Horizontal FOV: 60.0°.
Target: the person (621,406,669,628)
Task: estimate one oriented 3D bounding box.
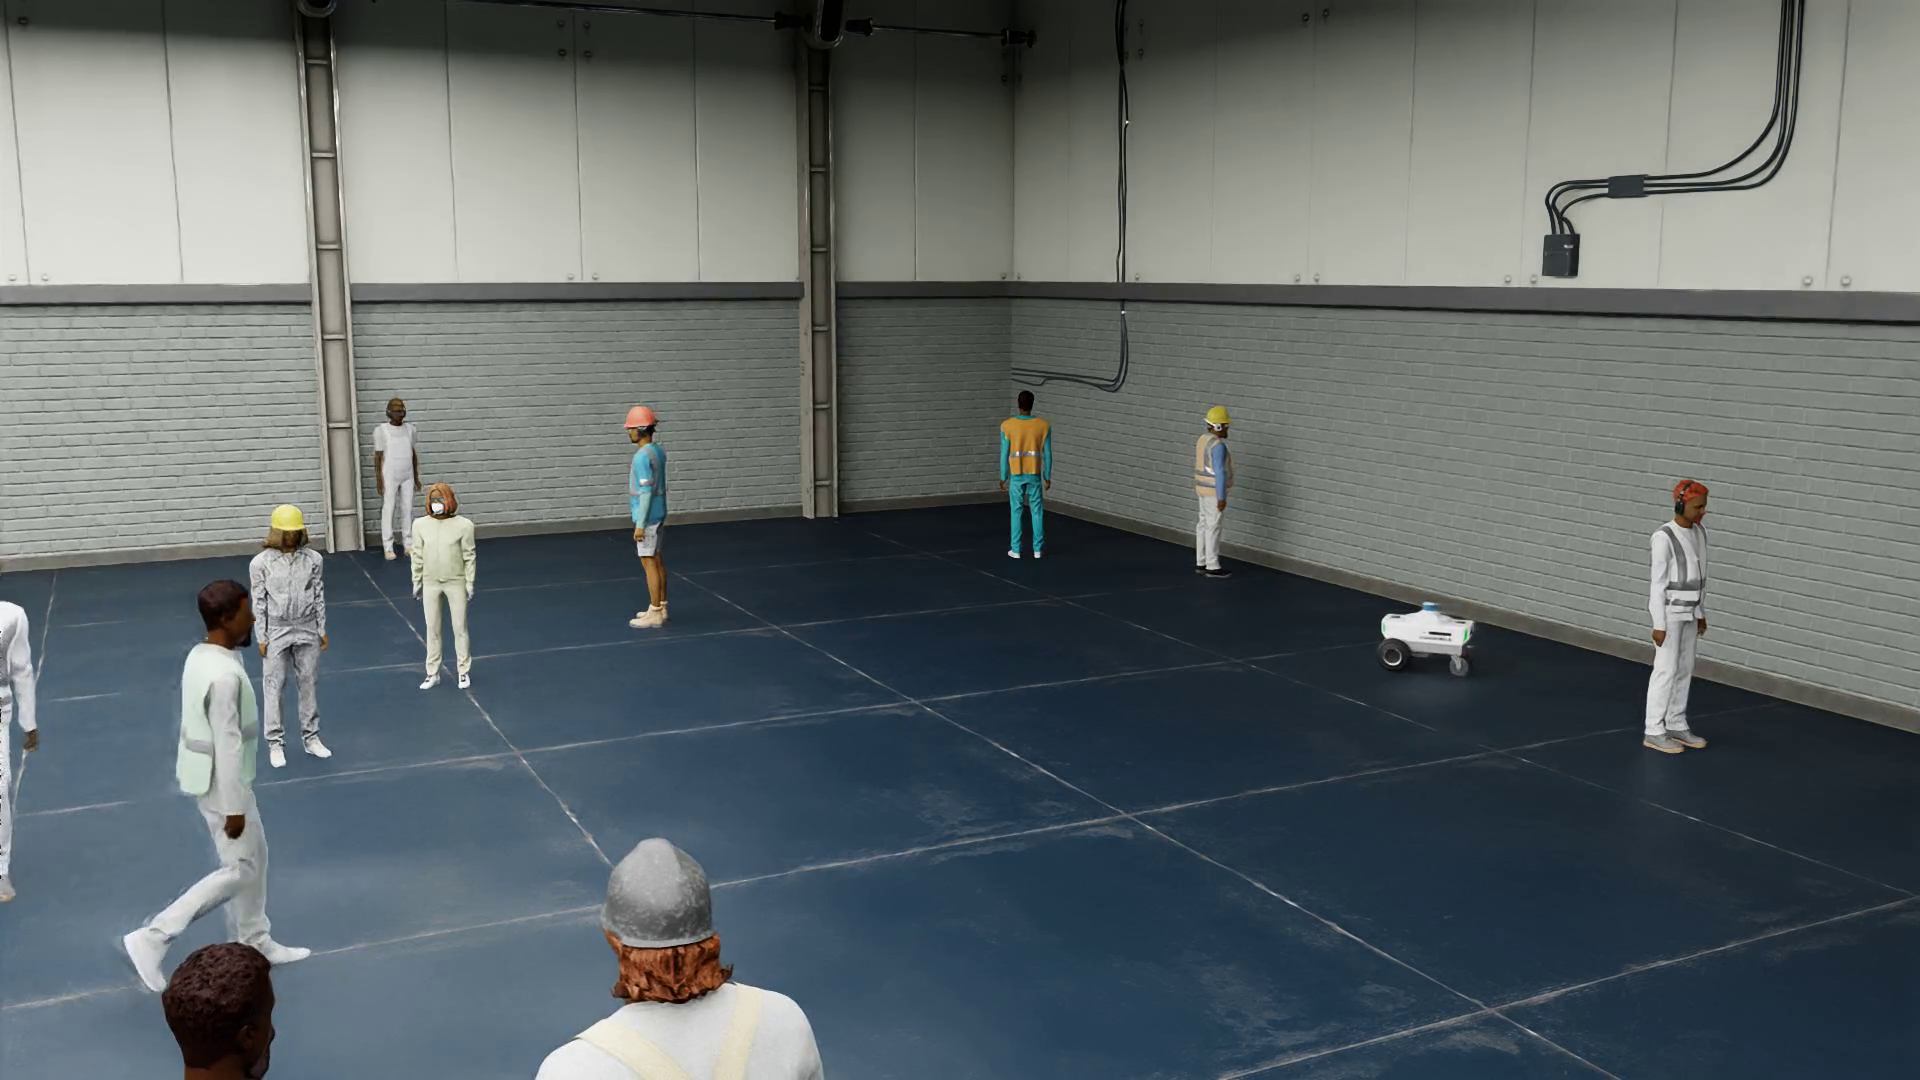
[{"bbox_3d":[-2.903,-0.210,15.318,0.387,2.039,0.616,1,9,3],"label":"person"}]

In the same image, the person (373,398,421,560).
[{"bbox_3d":[-6.397,-0.697,18.929,0.517,1.842,0.327,-9,13,-43],"label":"person"}]

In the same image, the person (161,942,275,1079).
[{"bbox_3d":[-1.517,1.776,3.462,0.597,1.916,0.370,2,9,11],"label":"person"}]

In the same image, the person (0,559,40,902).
[{"bbox_3d":[-5.141,0.960,8.669,0.602,1.871,0.391,-8,12,-42],"label":"person"}]

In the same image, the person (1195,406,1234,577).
[{"bbox_3d":[2.733,-0.520,17.873,0.404,1.832,0.592,-2,9,-12],"label":"person"}]

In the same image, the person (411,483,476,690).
[{"bbox_3d":[-4.049,0.361,13.056,0.500,1.633,0.285,-1,9,-3],"label":"person"}]

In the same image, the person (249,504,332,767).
[{"bbox_3d":[-4.455,0.625,11.094,0.486,1.744,0.298,-9,13,-43],"label":"person"}]

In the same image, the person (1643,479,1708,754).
[{"bbox_3d":[4.900,0.517,11.355,0.587,1.878,0.360,-7,12,-38],"label":"person"}]

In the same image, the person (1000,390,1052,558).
[{"bbox_3d":[0.752,-0.745,18.996,0.597,1.916,0.371,-1,9,-6],"label":"person"}]

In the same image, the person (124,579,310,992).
[{"bbox_3d":[-3.424,1.122,7.584,0.714,1.901,0.598,-6,11,-32],"label":"person"}]

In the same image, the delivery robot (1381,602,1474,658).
[{"bbox_3d":[3.841,0.755,13.656,0.707,0.478,0.477,4,10,24],"label":"delivery robot"}]
